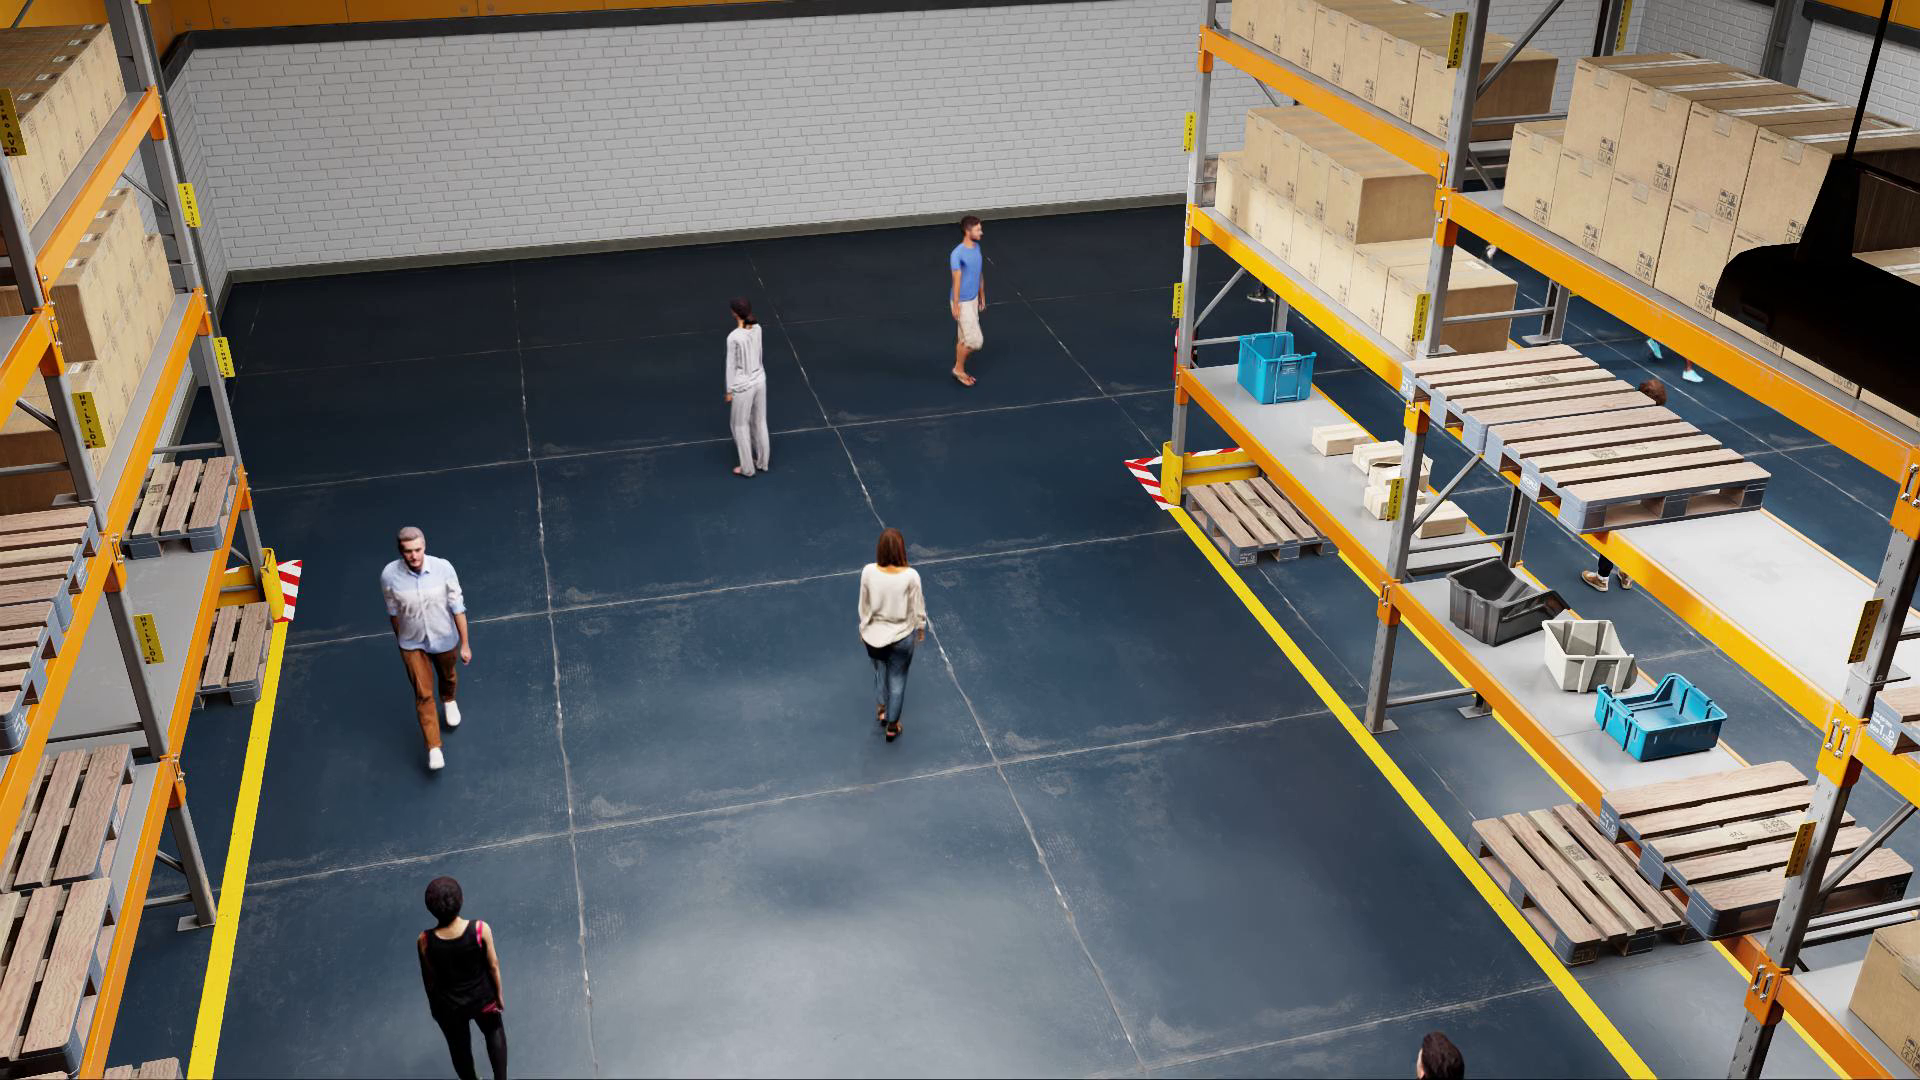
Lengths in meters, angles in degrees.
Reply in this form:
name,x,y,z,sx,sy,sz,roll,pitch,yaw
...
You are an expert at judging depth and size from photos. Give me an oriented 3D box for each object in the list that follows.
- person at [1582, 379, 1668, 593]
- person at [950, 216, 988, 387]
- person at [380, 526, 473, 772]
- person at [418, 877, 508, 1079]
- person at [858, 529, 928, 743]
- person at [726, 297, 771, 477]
name,x,y,z,sx,sy,sz,roll,pitch,yaw
person,5.552,-0.451,13.752,0.675,1.900,0.620,-2,29,-4
person,-0.019,-2.548,17.648,0.864,1.851,0.804,15,32,26
person,-3.784,0.663,11.842,0.761,1.774,1.190,-10,30,-18
person,-2.613,2.460,8.787,0.566,1.544,0.663,-10,30,-18
person,-0.521,0.719,11.847,0.744,1.670,0.756,6,29,10
person,-1.988,-1.447,15.716,0.675,1.767,0.660,25,37,38
